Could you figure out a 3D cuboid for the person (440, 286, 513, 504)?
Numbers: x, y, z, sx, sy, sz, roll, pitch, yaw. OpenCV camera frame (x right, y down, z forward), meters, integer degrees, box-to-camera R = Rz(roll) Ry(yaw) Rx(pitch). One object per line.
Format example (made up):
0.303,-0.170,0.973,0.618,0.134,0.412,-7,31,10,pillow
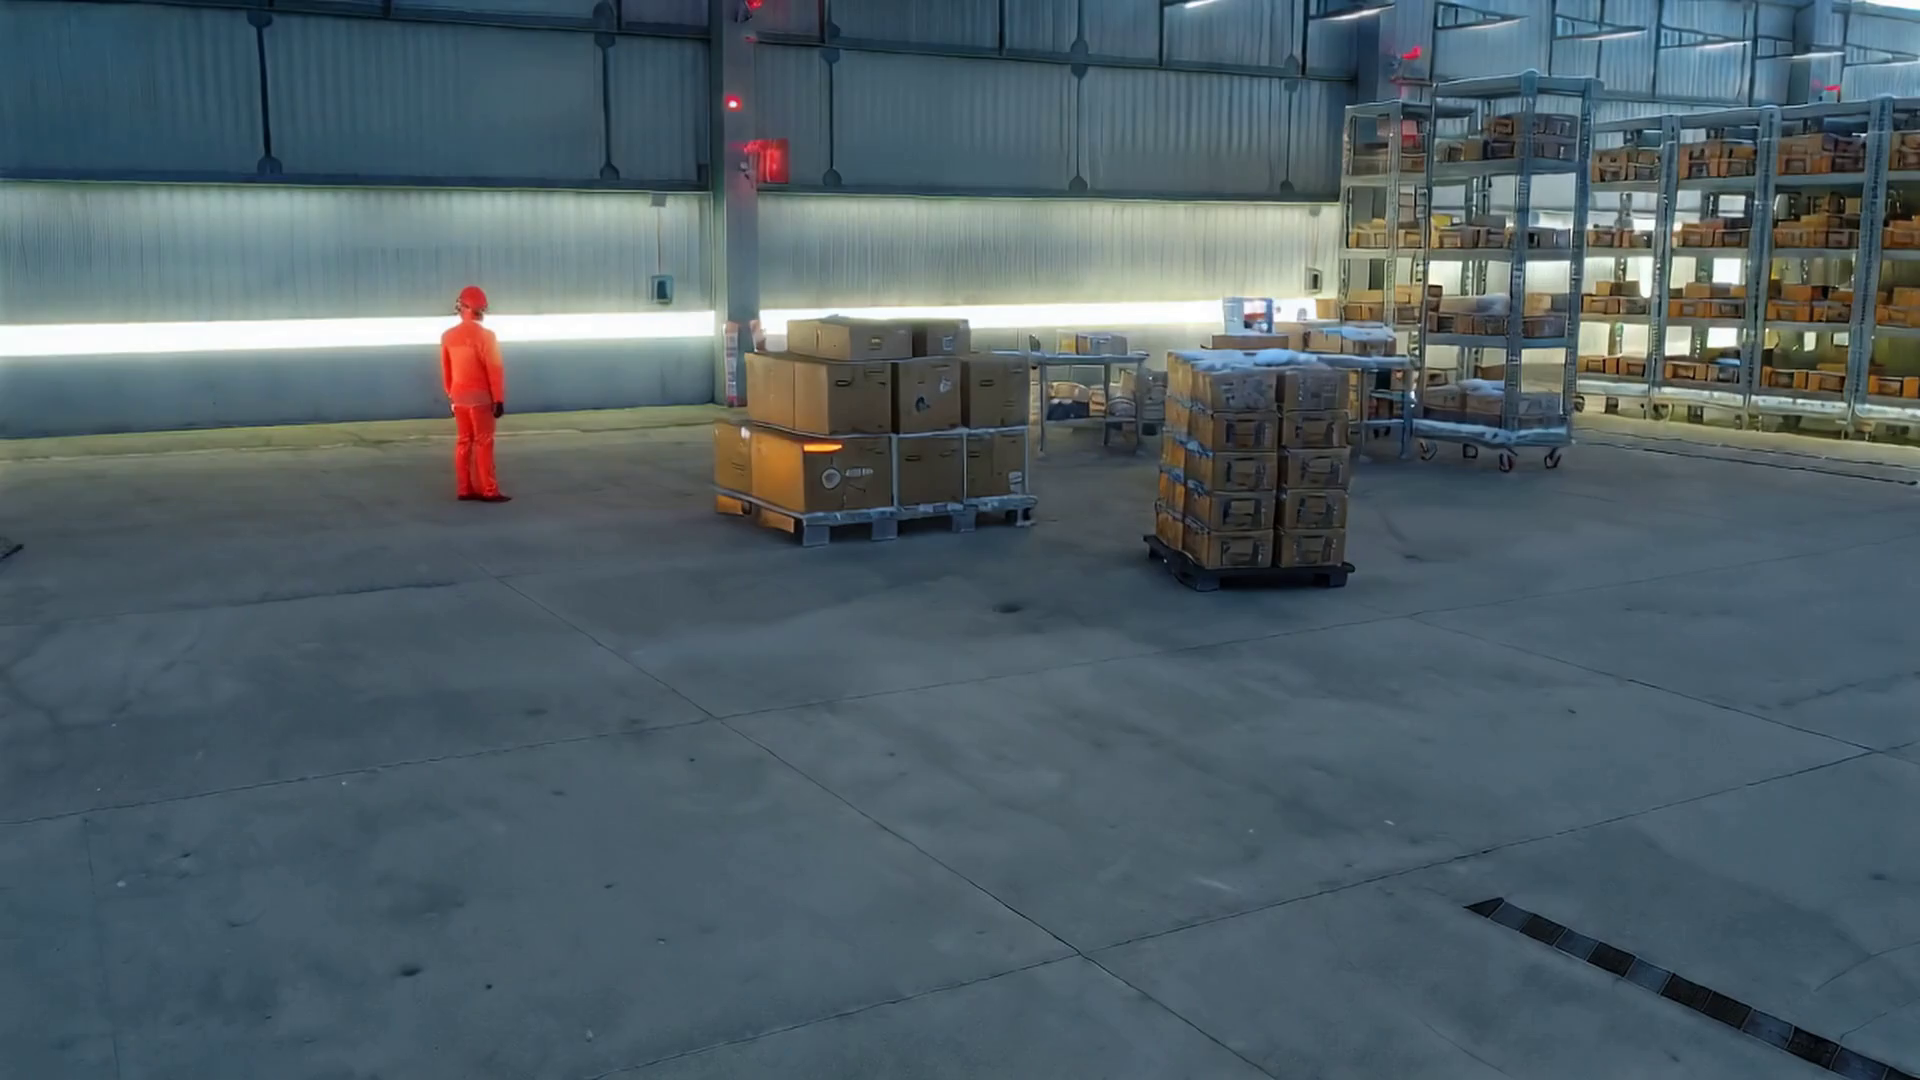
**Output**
-3.915,-1.168,13.470,0.560,1.753,0.327,5,11,28,person

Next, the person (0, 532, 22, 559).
-6.604,-0.783,10.733,0.977,1.942,0.610,4,11,20,person
